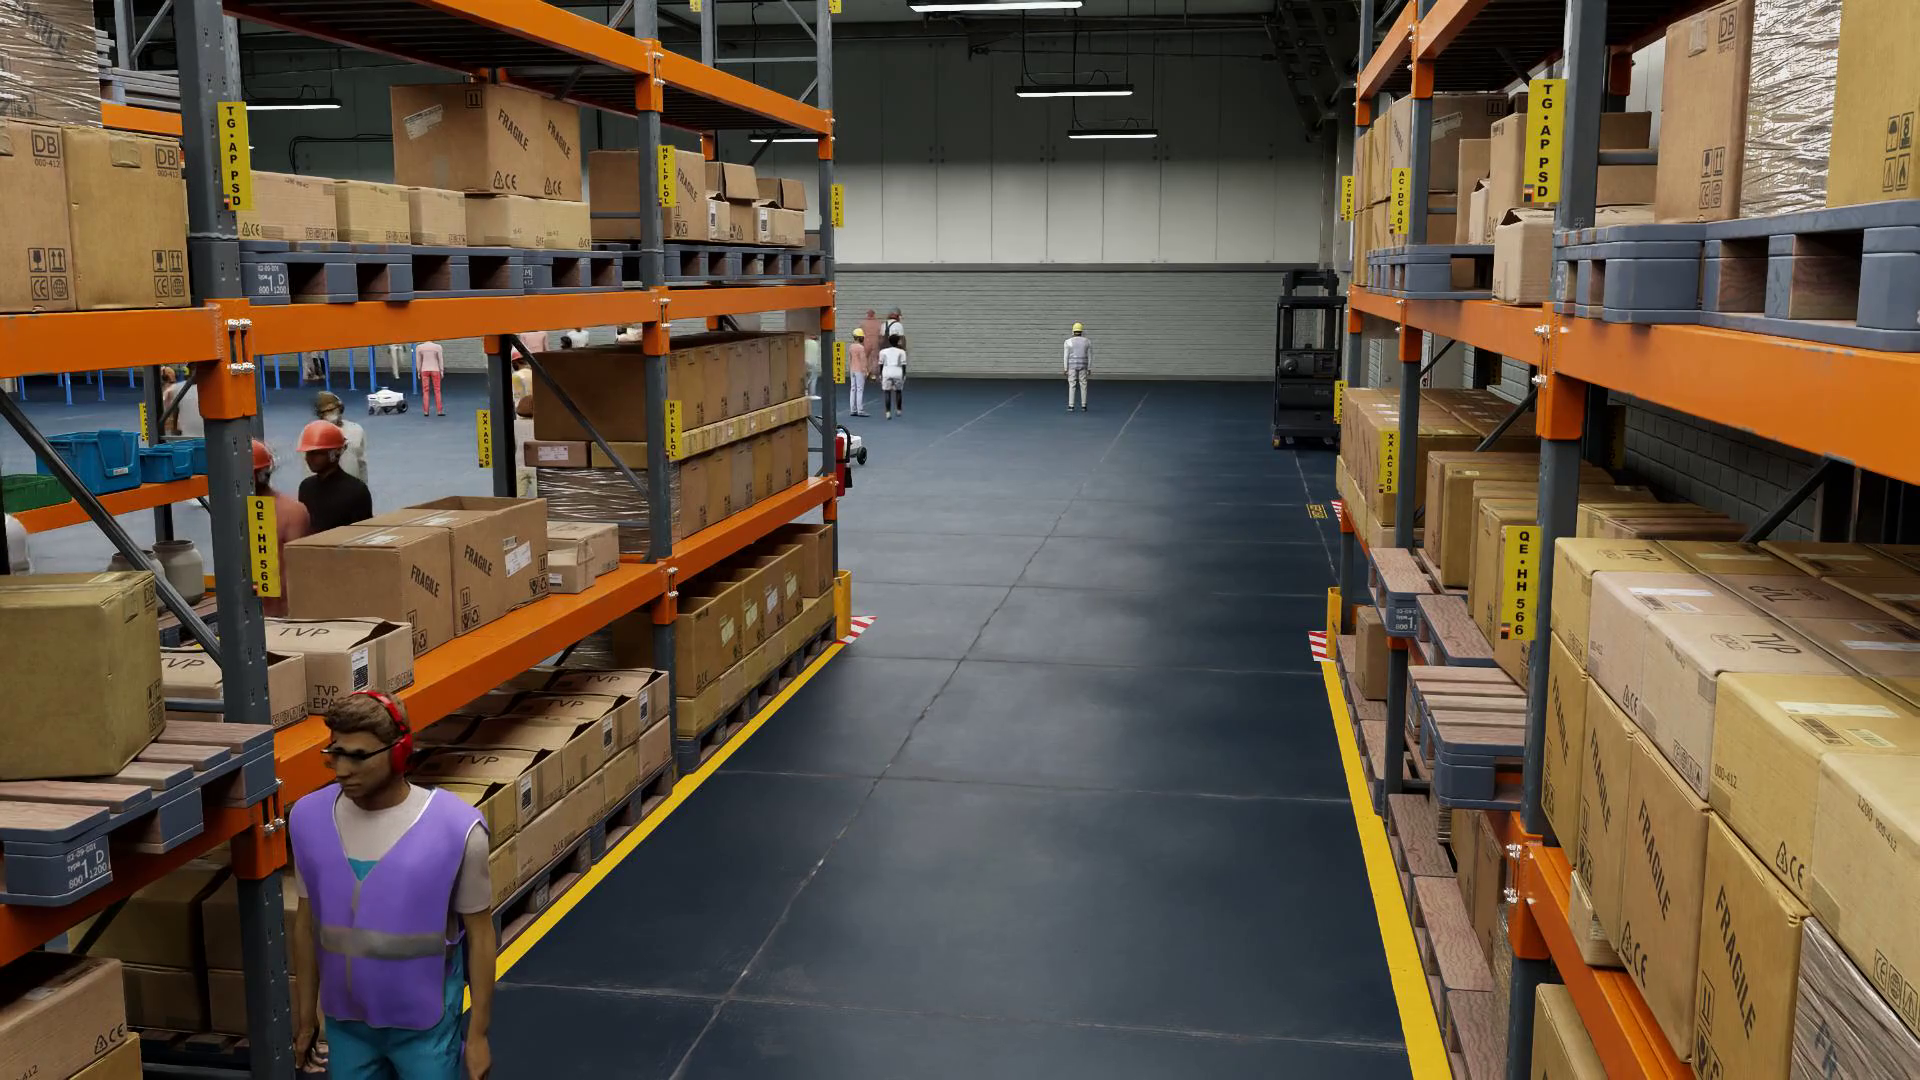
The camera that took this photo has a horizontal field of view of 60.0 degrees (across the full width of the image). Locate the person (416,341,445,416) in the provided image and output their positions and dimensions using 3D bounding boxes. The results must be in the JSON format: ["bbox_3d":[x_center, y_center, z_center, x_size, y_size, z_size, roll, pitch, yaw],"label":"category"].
[{"bbox_3d":[-10.673,-3.380,33.533,0.523,1.760,0.335,-1,9,-5],"label":"person"}]

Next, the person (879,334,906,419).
[{"bbox_3d":[-1.332,-3.254,33.065,0.549,1.655,0.850,0,9,1],"label":"person"}]

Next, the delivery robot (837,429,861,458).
[{"bbox_3d":[-1.765,-1.435,25.081,0.477,0.478,0.707,3,10,19],"label":"delivery robot"}]

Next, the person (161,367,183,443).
[{"bbox_3d":[-10.619,-1.516,22.412,0.315,1.636,0.514,-7,11,-36],"label":"person"}]

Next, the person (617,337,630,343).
[{"bbox_3d":[-5.336,-2.362,27.008,1.005,1.858,0.693,6,11,32],"label":"person"}]

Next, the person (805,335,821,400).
[{"bbox_3d":[-3.333,-4.001,37.831,0.391,1.614,0.511,-4,10,-24],"label":"person"}]

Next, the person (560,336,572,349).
[{"bbox_3d":[-7.475,-3.061,31.796,0.392,1.688,0.536,-6,11,-33],"label":"person"}]

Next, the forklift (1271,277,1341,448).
[{"bbox_3d":[5.847,-3.016,27.970,1.129,2.768,1.873,1,9,9],"label":"forklift"}]

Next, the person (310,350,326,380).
[{"bbox_3d":[-17.254,-5.145,44.608,0.319,1.696,0.532,4,10,25],"label":"person"}]

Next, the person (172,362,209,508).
[{"bbox_3d":[-9.347,-1.312,20.513,0.768,1.840,0.562,7,12,38],"label":"person"}]

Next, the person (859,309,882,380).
[{"bbox_3d":[-2.417,-5.264,44.788,0.665,1.874,0.838,-2,9,-10],"label":"person"}]

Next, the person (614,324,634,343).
[{"bbox_3d":[-7.268,-3.722,35.481,0.885,1.804,0.662,3,10,18],"label":"person"}]

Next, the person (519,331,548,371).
[{"bbox_3d":[-9.761,-4.157,38.046,0.677,1.839,1.028,-5,10,-27],"label":"person"}]

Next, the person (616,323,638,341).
[{"bbox_3d":[-7.877,-4.391,39.530,0.574,1.848,0.941,-1,9,-4],"label":"person"}]

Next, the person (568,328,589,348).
[{"bbox_3d":[-8.815,-4.227,38.485,0.558,1.846,0.402,-6,11,-33],"label":"person"}]

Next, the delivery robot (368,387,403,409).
[{"bbox_3d":[-11.779,-2.899,34.110,0.477,0.478,0.707,5,10,27],"label":"delivery robot"}]

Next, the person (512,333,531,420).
[{"bbox_3d":[-7.556,-2.673,28.369,0.644,2.013,0.854,-9,13,-43],"label":"person"}]

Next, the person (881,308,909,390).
[{"bbox_3d":[-1.562,-4.706,40.973,0.742,2.000,0.703,-7,12,-38],"label":"person"}]

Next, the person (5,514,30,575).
[{"bbox_3d":[-5.455,0.490,9.106,0.632,1.932,0.885,0,9,-2],"label":"person"}]

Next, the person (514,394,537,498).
[{"bbox_3d":[-4.504,-0.711,17.452,0.508,1.632,0.270,1,9,8],"label":"person"}]

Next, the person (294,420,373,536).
[{"bbox_3d":[-3.952,0.239,10.481,0.621,1.992,0.393,5,10,28],"label":"person"}]

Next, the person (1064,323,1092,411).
[{"bbox_3d":[2.455,-3.612,34.730,0.590,1.833,0.404,-1,9,-6],"label":"person"}]

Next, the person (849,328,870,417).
[{"bbox_3d":[-2.031,-3.365,33.419,0.312,1.768,0.526,-7,11,-36],"label":"person"}]

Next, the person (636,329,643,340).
[{"bbox_3d":[-5.653,-2.827,29.689,0.664,1.889,0.637,1,9,6],"label":"person"}]

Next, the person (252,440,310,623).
[{"bbox_3d":[-4.020,0.405,9.548,0.631,1.954,0.867,1,9,8],"label":"person"}]

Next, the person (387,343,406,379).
[{"bbox_3d":[-15.276,-5.181,45.026,0.531,1.627,0.415,-9,13,-44],"label":"person"}]

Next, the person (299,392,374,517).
[{"bbox_3d":[-5.431,-0.359,14.543,0.681,1.893,0.666,6,11,32],"label":"person"}]

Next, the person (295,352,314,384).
[{"bbox_3d":[-17.081,-5.027,43.147,0.442,1.929,0.631,1,9,6],"label":"person"}]

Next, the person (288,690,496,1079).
[{"bbox_3d":[-1.515,1.288,4.479,0.570,1.840,0.372,2,9,11],"label":"person"}]

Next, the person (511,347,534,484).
[{"bbox_3d":[-5.821,-1.627,22.292,0.588,1.893,0.625,4,10,23],"label":"person"}]
